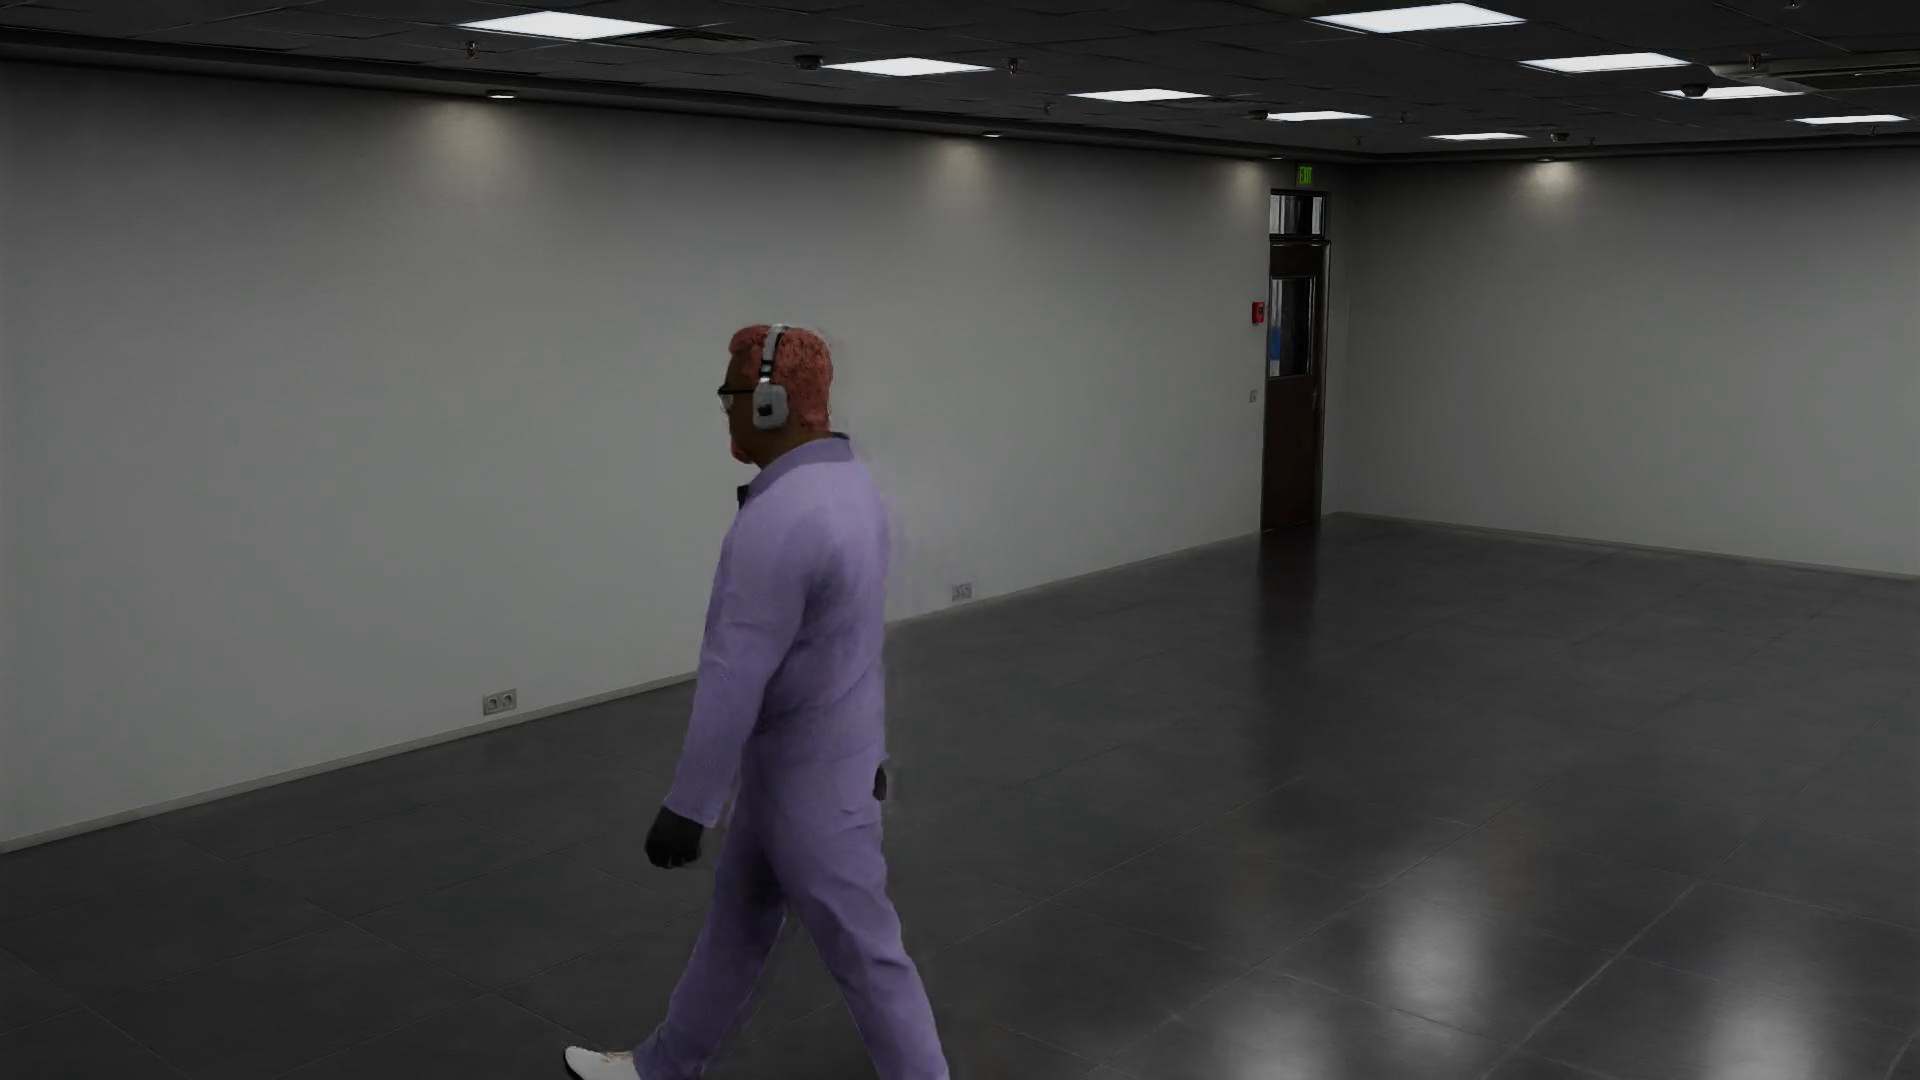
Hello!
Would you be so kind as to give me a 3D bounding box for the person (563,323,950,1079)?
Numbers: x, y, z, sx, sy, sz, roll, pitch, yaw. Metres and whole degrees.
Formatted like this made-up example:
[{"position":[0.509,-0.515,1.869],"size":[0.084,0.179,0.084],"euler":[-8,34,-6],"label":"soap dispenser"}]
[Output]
[{"position":[-0.426,0.478,3.562],"size":[0.988,1.857,0.643],"euler":[1,10,5],"label":"person"}]
